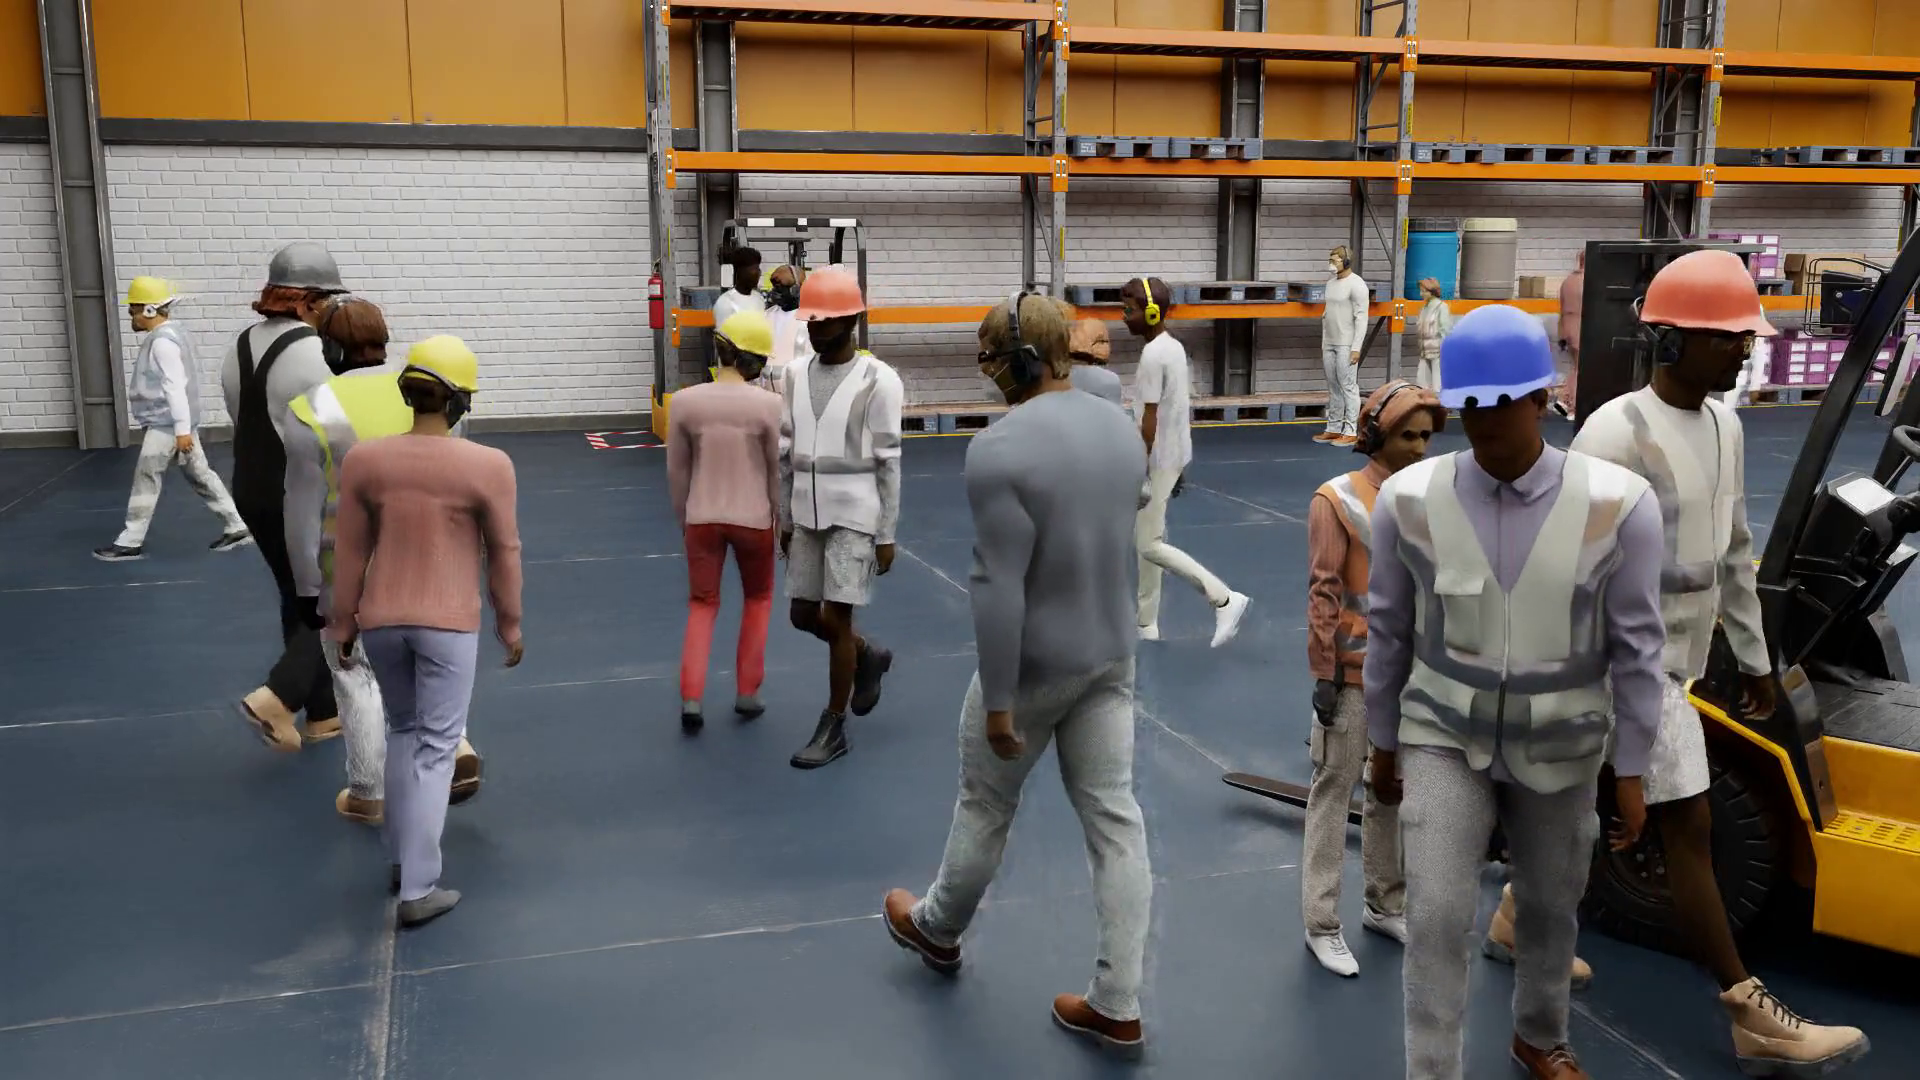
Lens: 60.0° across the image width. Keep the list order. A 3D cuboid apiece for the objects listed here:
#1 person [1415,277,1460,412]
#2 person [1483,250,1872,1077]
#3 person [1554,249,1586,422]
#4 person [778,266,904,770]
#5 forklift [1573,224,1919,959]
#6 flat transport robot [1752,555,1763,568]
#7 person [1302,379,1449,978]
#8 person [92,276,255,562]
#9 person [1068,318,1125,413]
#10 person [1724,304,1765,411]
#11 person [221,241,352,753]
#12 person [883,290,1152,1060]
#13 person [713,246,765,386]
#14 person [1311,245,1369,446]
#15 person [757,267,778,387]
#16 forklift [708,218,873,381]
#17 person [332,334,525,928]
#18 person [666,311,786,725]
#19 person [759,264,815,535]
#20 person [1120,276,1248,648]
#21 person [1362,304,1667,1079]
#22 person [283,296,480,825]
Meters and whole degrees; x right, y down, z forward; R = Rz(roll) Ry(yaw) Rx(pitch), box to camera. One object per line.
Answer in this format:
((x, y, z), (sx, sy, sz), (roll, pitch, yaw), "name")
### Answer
((4.913, -1.873, 16.978), (0.606, 1.618, 0.552), (-3, 11, -15), "person")
((1.796, 0.283, 4.168), (0.626, 1.983, 1.075), (-9, 13, -39), "person")
((6.826, -2.228, 18.176), (0.441, 1.898, 0.666), (-3, 11, -14), "person")
((-0.440, -0.102, 6.480), (0.568, 1.915, 0.652), (6, 12, 31), "person")
((2.909, 0.117, 4.508), (2.313, 2.155, 1.214), (9, 14, 40), "forklift")
((4.094, 0.281, 8.884), (1.431, 0.197, 0.652), (-7, 12, -34), "flat transport robot")
((1.168, 0.375, 4.625), (0.514, 1.638, 0.309), (-6, 12, -29), "person")
((-4.991, -0.770, 10.517), (0.940, 1.784, 0.610), (-4, 11, -21), "person")
((0.677, -0.412, 9.089), (0.852, 1.582, 0.492), (-9, 14, -40), "person")
((5.718, -1.191, 12.601), (0.722, 1.859, 0.580), (-7, 12, -34), "person")
((-2.584, -0.168, 6.496), (0.689, 2.000, 0.696), (6, 12, 30), "person")
((0.173, 0.307, 4.317), (0.629, 1.874, 1.013), (-8, 13, -38), "person")
((-1.616, -1.311, 13.006), (0.669, 1.940, 0.648), (5, 12, 28), "person")
((3.709, -1.883, 16.173), (0.354, 1.937, 0.635), (-4, 11, -19), "person")
((-1.341, -1.054, 12.001), (0.800, 1.798, 0.617), (5, 12, 27), "person")
((-1.522, -1.778, 14.899), (1.214, 2.155, 2.313), (-3, 11, -17), "forklift")
((-1.594, 0.260, 5.005), (0.540, 1.730, 0.601), (1, 10, 7), "person")
((-0.942, -0.078, 6.833), (0.547, 1.712, 0.440), (2, 10, 9), "person")
((-1.120, -0.920, 11.169), (0.627, 1.840, 0.429), (8, 13, 36), "person")
((1.052, -0.359, 8.112), (0.690, 1.844, 0.581), (3, 11, 16), "person")
((1.200, 0.429, 3.664), (0.620, 1.896, 0.748), (4, 11, 20), "person")
((-1.957, 0.094, 5.633), (0.539, 1.828, 0.639), (9, 14, 41), "person")
